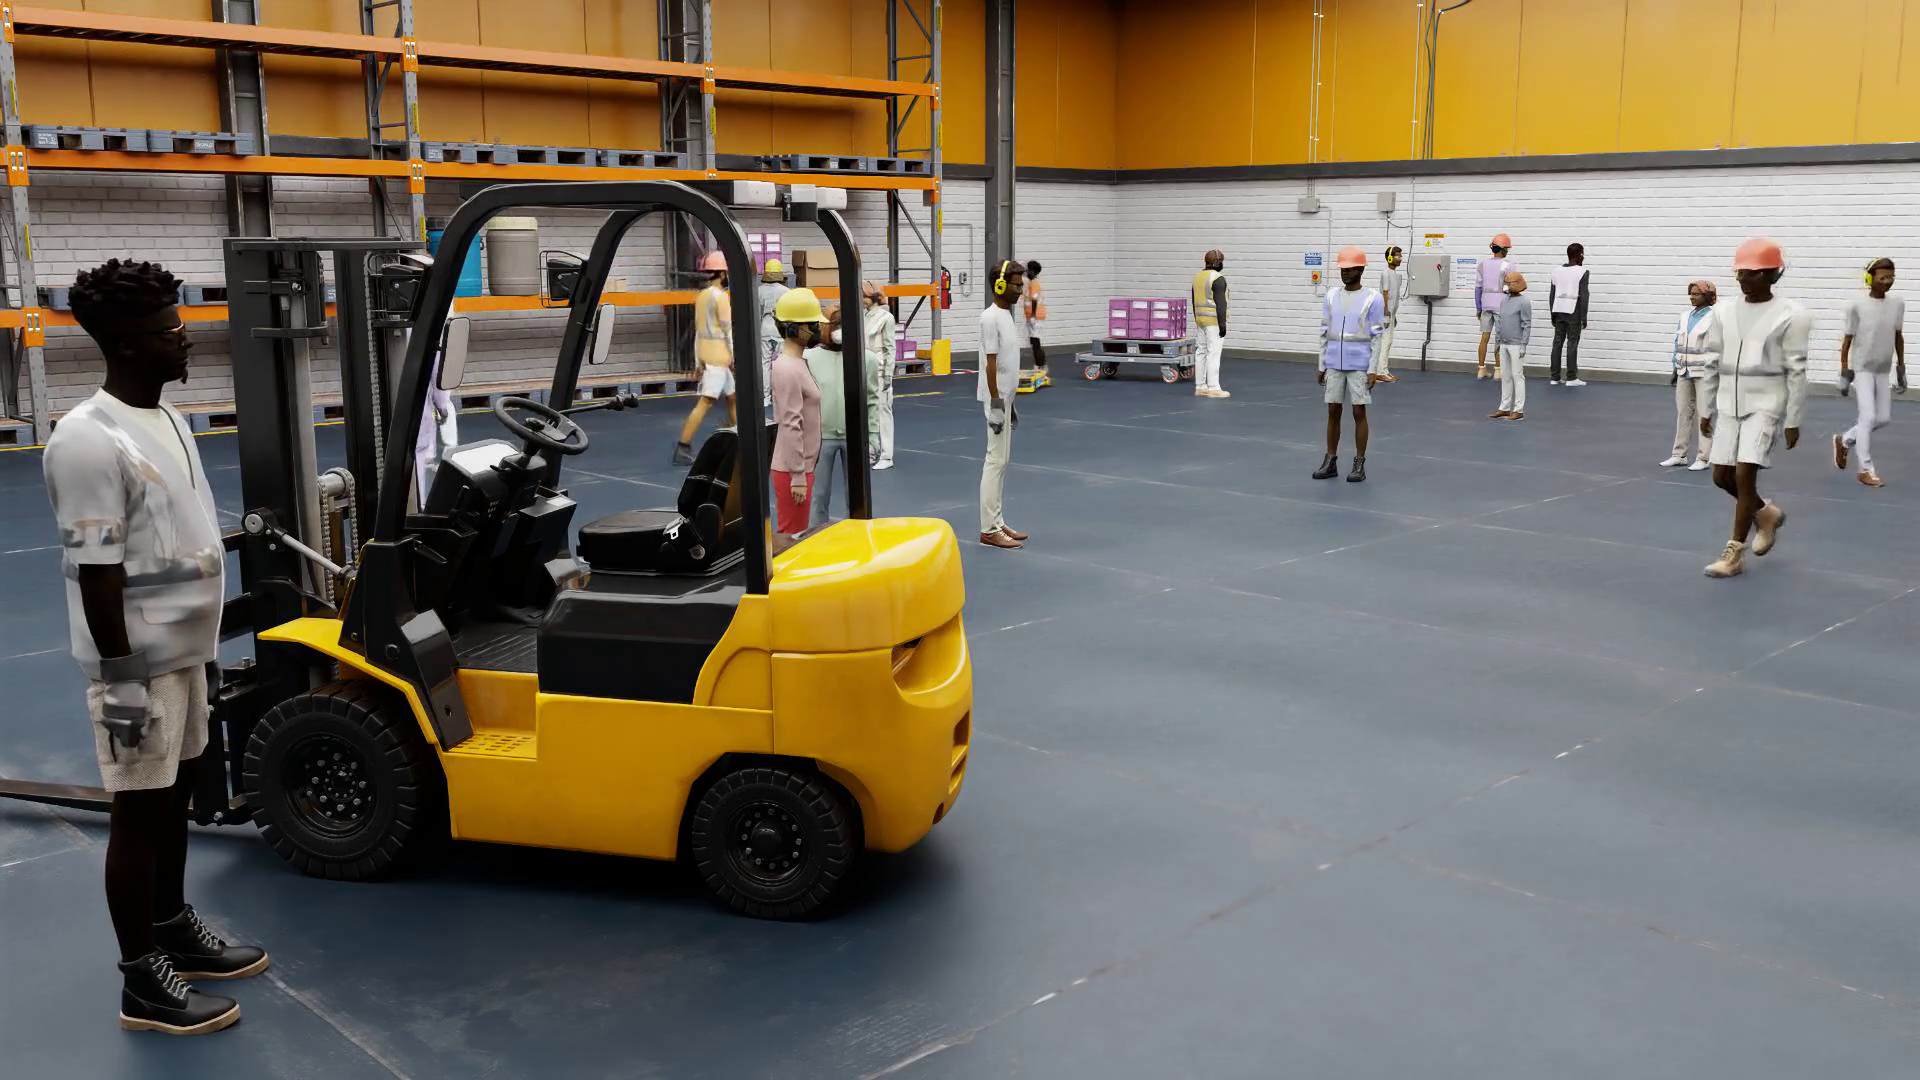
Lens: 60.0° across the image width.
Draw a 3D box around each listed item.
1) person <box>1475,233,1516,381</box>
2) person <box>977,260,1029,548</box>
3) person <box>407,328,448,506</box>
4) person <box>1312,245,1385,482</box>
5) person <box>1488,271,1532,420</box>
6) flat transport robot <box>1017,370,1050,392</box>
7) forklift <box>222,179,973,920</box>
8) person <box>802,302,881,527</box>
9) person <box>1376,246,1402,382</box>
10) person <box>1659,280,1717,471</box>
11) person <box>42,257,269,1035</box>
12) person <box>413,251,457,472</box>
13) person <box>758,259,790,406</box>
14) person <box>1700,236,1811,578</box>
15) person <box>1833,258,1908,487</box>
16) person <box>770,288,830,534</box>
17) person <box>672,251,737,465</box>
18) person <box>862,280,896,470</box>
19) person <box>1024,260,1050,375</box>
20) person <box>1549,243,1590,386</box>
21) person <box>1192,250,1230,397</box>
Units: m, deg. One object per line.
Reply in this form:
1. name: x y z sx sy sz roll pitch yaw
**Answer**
1. person: 7.516 -3.255 23.288 0.382 2.041 0.616 -8 13 -38
2. person: 0.283 -0.885 10.855 0.329 1.865 0.507 2 11 10
3. person: -3.761 -0.931 11.095 0.641 1.873 0.950 -3 11 -15
4. person: 3.198 -1.447 13.713 0.544 1.939 0.355 8 13 36
5. person: 6.061 -2.132 18.278 0.268 1.632 0.506 -3 11 -17
6. flat transport robot: 0.731 -2.094 21.792 0.652 0.197 1.431 2 11 13
7. forklift: -1.114 -0.058 5.440 2.313 2.155 1.214 2 11 13
8. person: -0.721 -0.587 9.856 0.508 1.632 0.268 -1 10 -8
9. person: 5.966 -3.123 23.040 0.316 1.870 0.532 5 11 25
10. person: 6.369 -1.421 14.391 0.308 1.640 0.510 -4 11 -22
11. person: -2.064 0.270 4.271 0.363 1.966 0.610 -1 10 -8
12. person: -4.561 -1.526 14.292 0.583 1.882 0.337 7 12 32
13. person: -2.192 -2.447 19.703 0.487 1.744 0.294 3 11 14
14. person: 4.761 -0.796 9.935 0.743 2.019 0.610 -7 12 -32
15. person: 7.458 -1.388 13.658 0.541 1.842 0.723 -1 10 -7
16. person: -0.783 -0.342 8.156 0.312 1.767 0.533 -1 10 -4
17. person: -2.144 -1.608 14.762 1.010 1.890 0.549 -5 12 -26
18. person: -0.751 -1.427 14.424 0.311 1.639 0.512 -9 14 -41
19. person: 1.109 -3.157 23.805 0.378 1.665 0.582 0 10 0
20. person: 8.225 -3.046 22.493 0.397 1.917 0.590 -6 12 -31
21. person: 3.166 -2.710 20.868 0.429 1.840 0.635 -4 11 -23
